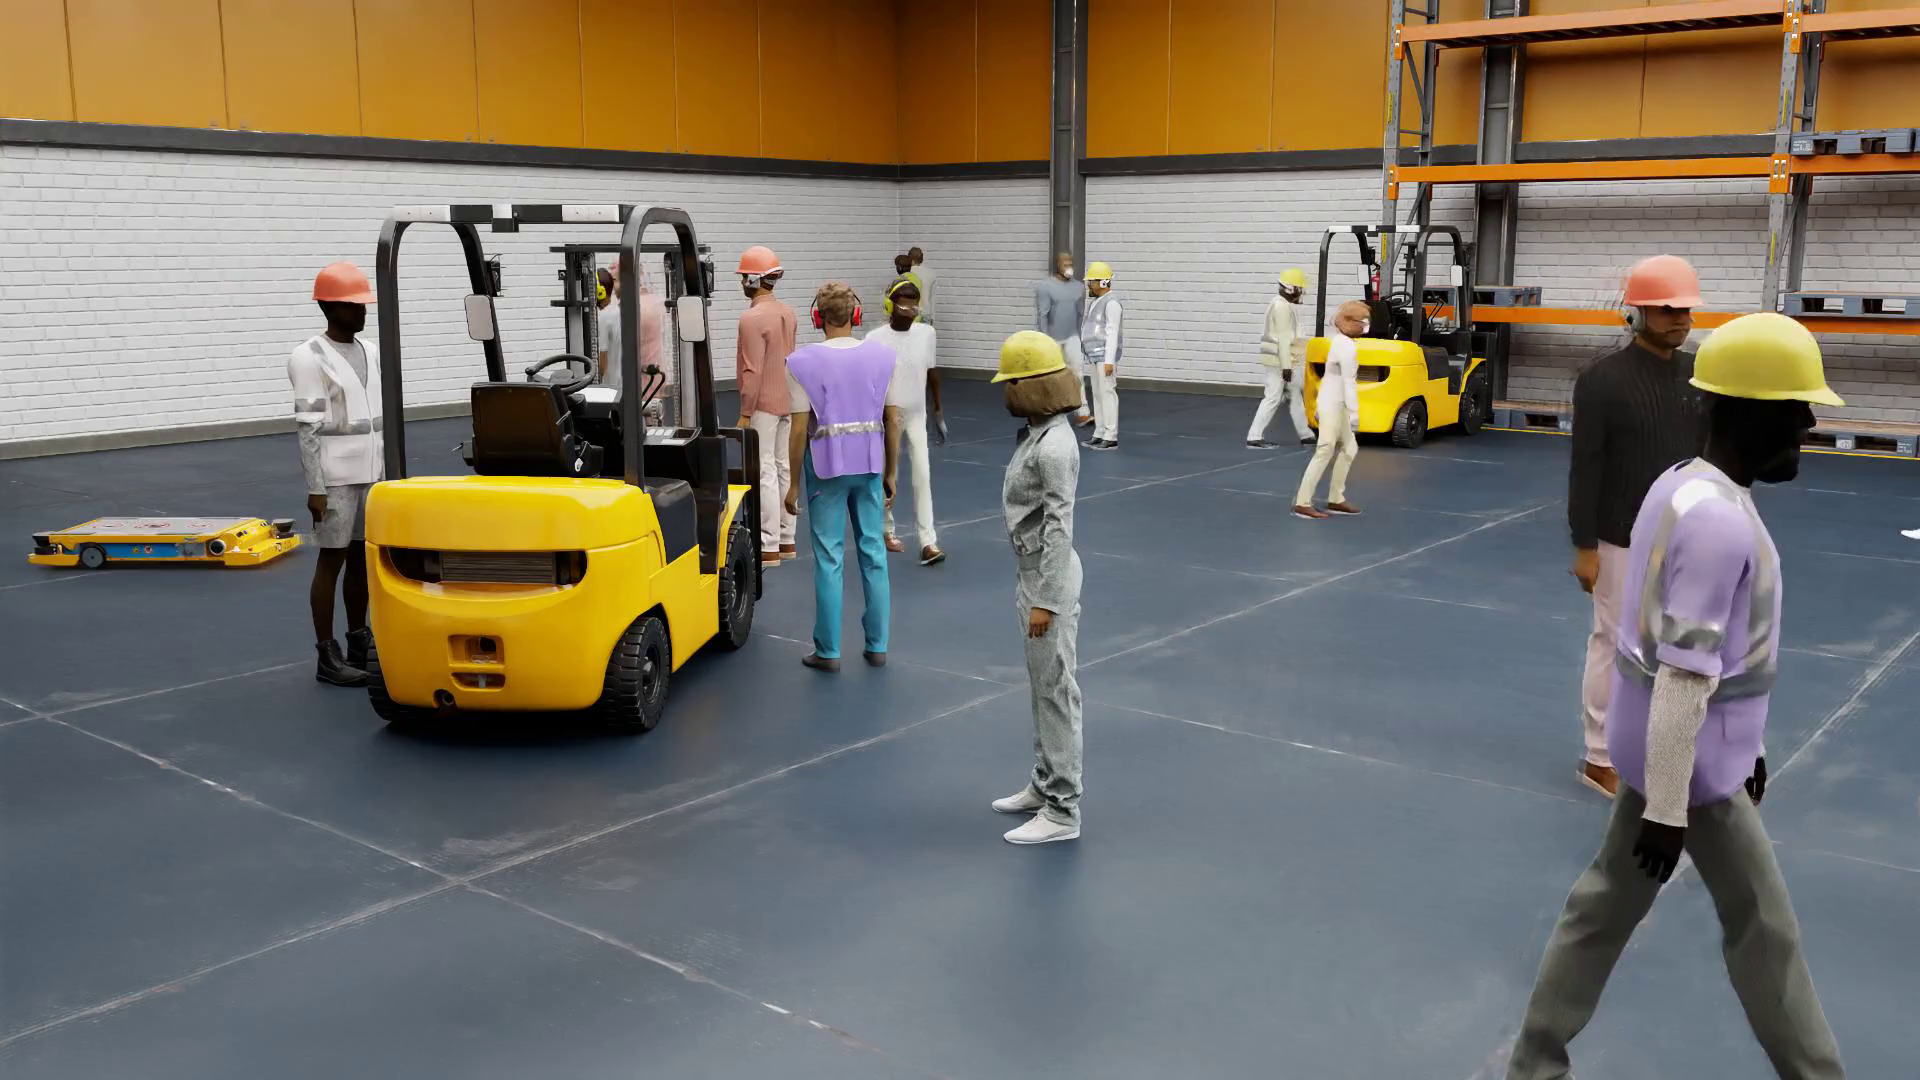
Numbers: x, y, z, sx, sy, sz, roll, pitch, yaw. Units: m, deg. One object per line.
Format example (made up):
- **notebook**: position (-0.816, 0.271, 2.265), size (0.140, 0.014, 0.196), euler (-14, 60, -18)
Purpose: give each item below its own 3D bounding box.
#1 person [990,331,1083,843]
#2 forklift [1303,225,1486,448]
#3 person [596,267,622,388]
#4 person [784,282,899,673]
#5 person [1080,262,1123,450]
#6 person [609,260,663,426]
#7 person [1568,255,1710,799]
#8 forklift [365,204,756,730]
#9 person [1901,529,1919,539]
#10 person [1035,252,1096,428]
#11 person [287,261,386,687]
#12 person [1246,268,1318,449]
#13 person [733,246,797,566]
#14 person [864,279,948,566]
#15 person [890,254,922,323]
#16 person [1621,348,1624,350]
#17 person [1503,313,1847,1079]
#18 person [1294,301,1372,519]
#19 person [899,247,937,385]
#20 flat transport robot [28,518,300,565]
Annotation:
- **person**: position (0.257, 0.161, 5.654), size (0.311, 1.735, 0.483), euler (-1, 10, -4)
- **forklift**: position (4.449, -2.115, 16.993), size (1.214, 2.155, 2.313), euler (8, 13, 38)
- **person**: position (-2.470, -1.089, 12.298), size (0.589, 1.843, 0.536), euler (1, 10, 7)
- **person**: position (-0.548, -0.285, 7.839), size (0.563, 1.837, 0.388), euler (-5, 11, -25)
- **person**: position (1.375, -1.790, 16.227), size (0.403, 1.826, 0.595), euler (-3, 11, -15)
- **person**: position (-2.479, -1.210, 12.825), size (0.423, 1.884, 0.663), euler (-1, 10, -7)
- **person**: position (2.461, -0.028, 6.016), size (0.641, 1.978, 0.432), euler (-4, 11, -20)
- **forklift**: position (-1.766, -0.406, 7.525), size (1.214, 2.155, 2.313), euler (1, 10, 7)
- **person**: position (6.905, -0.886, 11.033), size (0.919, 1.897, 0.597), euler (10, 14, 43)
- **person**: position (1.148, -2.152, 18.022), size (0.641, 1.895, 0.971), euler (-4, 11, -23)
- **person**: position (-2.802, -0.304, 7.670), size (0.378, 1.936, 0.548), euler (3, 11, 18)
- **person**: position (3.242, -1.749, 16.183), size (0.818, 1.764, 0.643), euler (2, 10, 9)
- **person**: position (-1.227, -0.832, 10.435), size (0.377, 1.995, 0.608), euler (4, 11, 19)
- **person**: position (-0.323, -0.751, 10.551), size (0.585, 1.793, 1.016), euler (-4, 11, -19)
- **person**: position (-0.751, -2.940, 22.552), size (0.430, 1.841, 0.624), euler (5, 11, 25)
- **person**: position (4.502, -0.740, 11.006), size (0.515, 1.604, 0.802), euler (-1, 10, -4)
- **person**: position (1.684, 0.460, 3.591), size (0.969, 1.873, 0.615), euler (3, 11, 17)
- **person**: position (2.736, -0.934, 12.086), size (0.609, 1.595, 0.517), euler (2, 10, 9)
- **person**: position (-0.609, -3.127, 23.308), size (0.627, 1.940, 0.376), euler (-8, 13, -36)
- **flat transport robot**: position (-5.047, 0.003, 10.586), size (1.431, 0.197, 0.652), euler (0, 10, 0)
